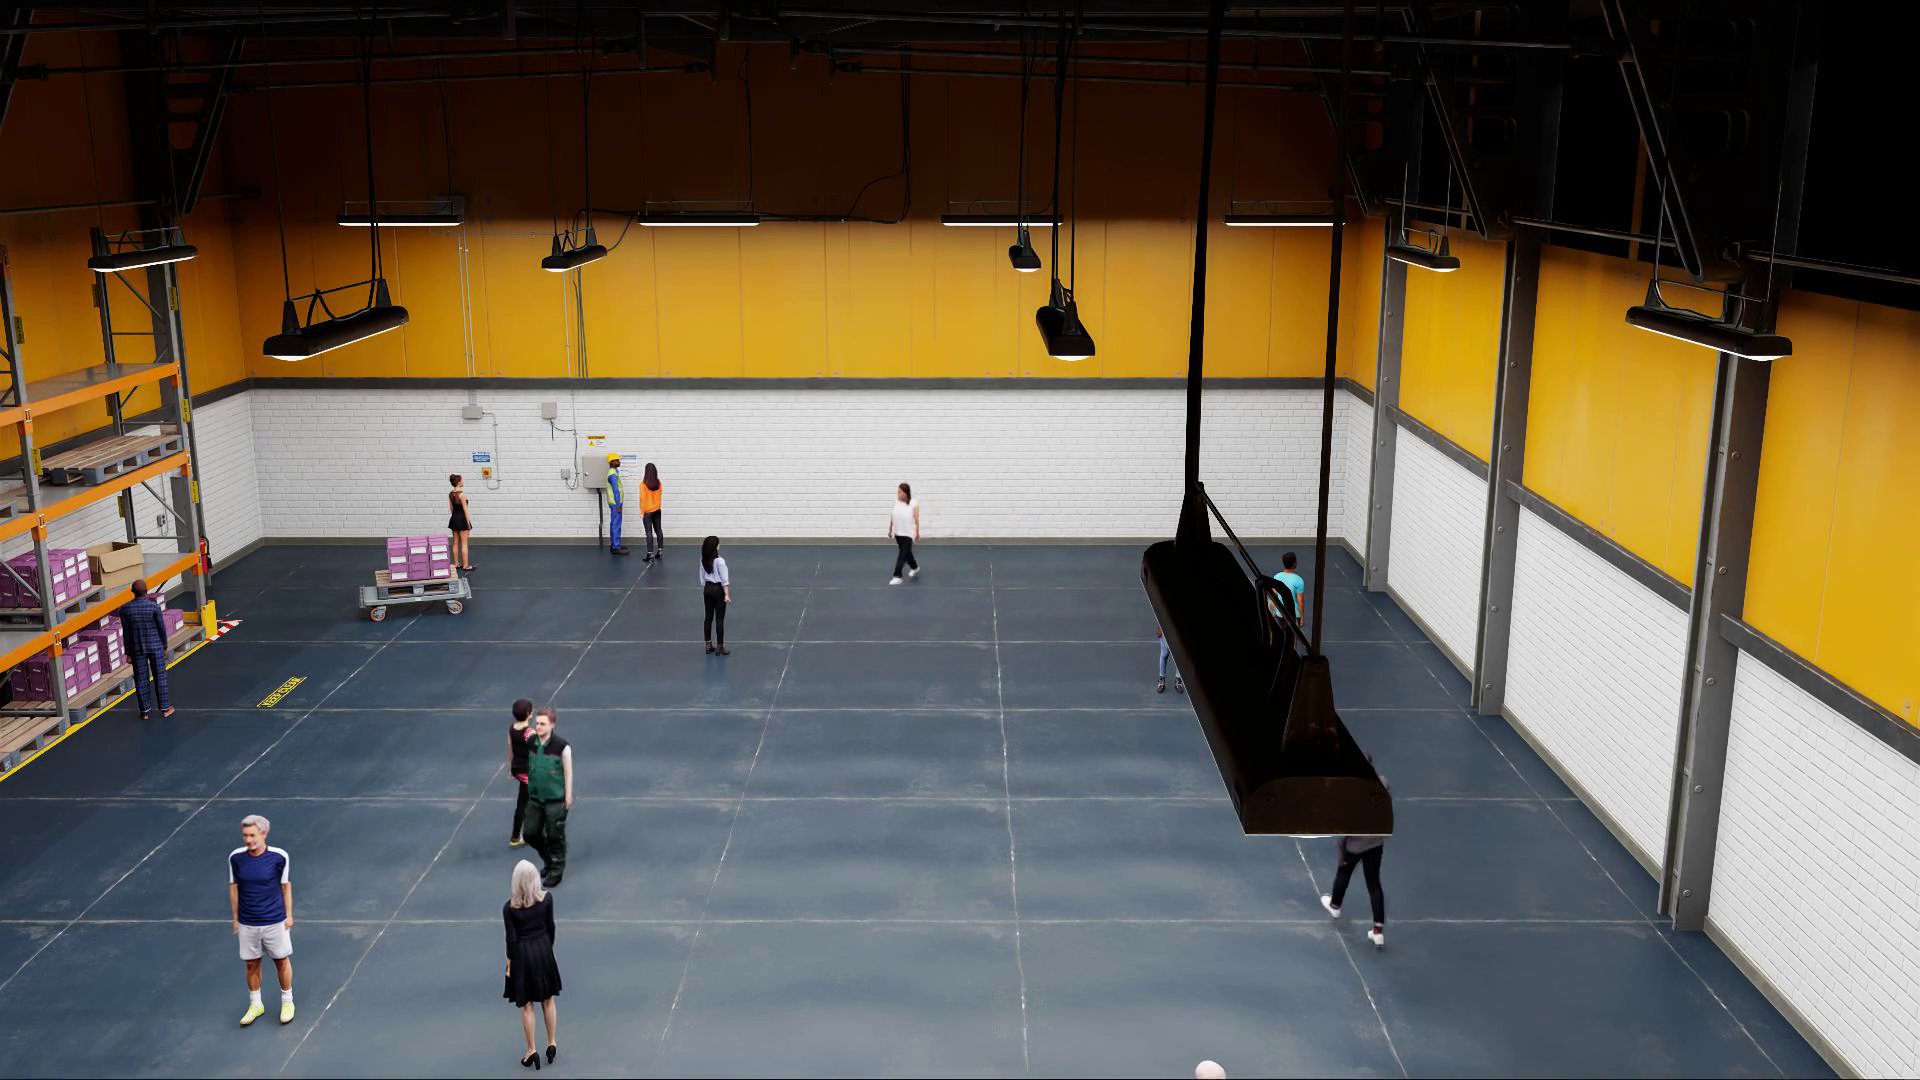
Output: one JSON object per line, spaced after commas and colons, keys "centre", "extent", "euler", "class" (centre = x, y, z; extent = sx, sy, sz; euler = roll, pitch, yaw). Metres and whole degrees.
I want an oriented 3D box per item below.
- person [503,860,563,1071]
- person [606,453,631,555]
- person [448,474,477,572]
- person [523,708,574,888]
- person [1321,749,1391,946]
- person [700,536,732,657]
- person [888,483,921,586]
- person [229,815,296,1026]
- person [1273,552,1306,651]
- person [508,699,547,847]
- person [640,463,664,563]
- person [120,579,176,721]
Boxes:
{"centre": [-3.393, 3.347, 13.179], "extent": [0.699, 1.747, 0.738], "euler": [-10, 17, -35], "class": "person"}
{"centre": [-6.132, -0.667, 29.617], "extent": [0.781, 1.813, 0.609], "euler": [-3, 14, -14], "class": "person"}
{"centre": [-8.555, -0.309, 28.436], "extent": [0.678, 1.673, 0.718], "euler": [9, 16, 34], "class": "person"}
{"centre": [-4.031, 2.509, 16.450], "extent": [0.747, 1.837, 0.762], "euler": [5, 14, 20], "class": "person"}
{"centre": [3.738, 2.840, 15.230], "extent": [0.892, 1.767, 1.224], "euler": [-3, 14, -11], "class": "person"}
{"centre": [-3.513, 0.782, 23.781], "extent": [0.739, 1.744, 0.751], "euler": [9, 16, 33], "class": "person"}
{"centre": [-0.881, -0.124, 27.726], "extent": [1.099, 1.647, 1.201], "euler": [11, 18, 39], "class": "person"}
{"centre": [-5.808, 3.136, 13.857], "extent": [0.654, 1.838, 0.576], "euler": [-1, 14, -5], "class": "person"}
{"centre": [4.467, 1.033, 22.673], "extent": [0.691, 1.776, 0.720], "euler": [10, 17, 36], "class": "person"}
{"centre": [-4.603, 2.448, 17.378], "extent": [0.931, 1.518, 1.041], "euler": [11, 18, 39], "class": "person"}
{"centre": [-5.382, -0.498, 29.054], "extent": [0.771, 1.748, 0.690], "euler": [11, 17, 37], "class": "person"}
{"centre": [-10.351, 1.377, 21.164], "extent": [0.745, 1.818, 0.721], "euler": [-5, 15, -21], "class": "person"}
